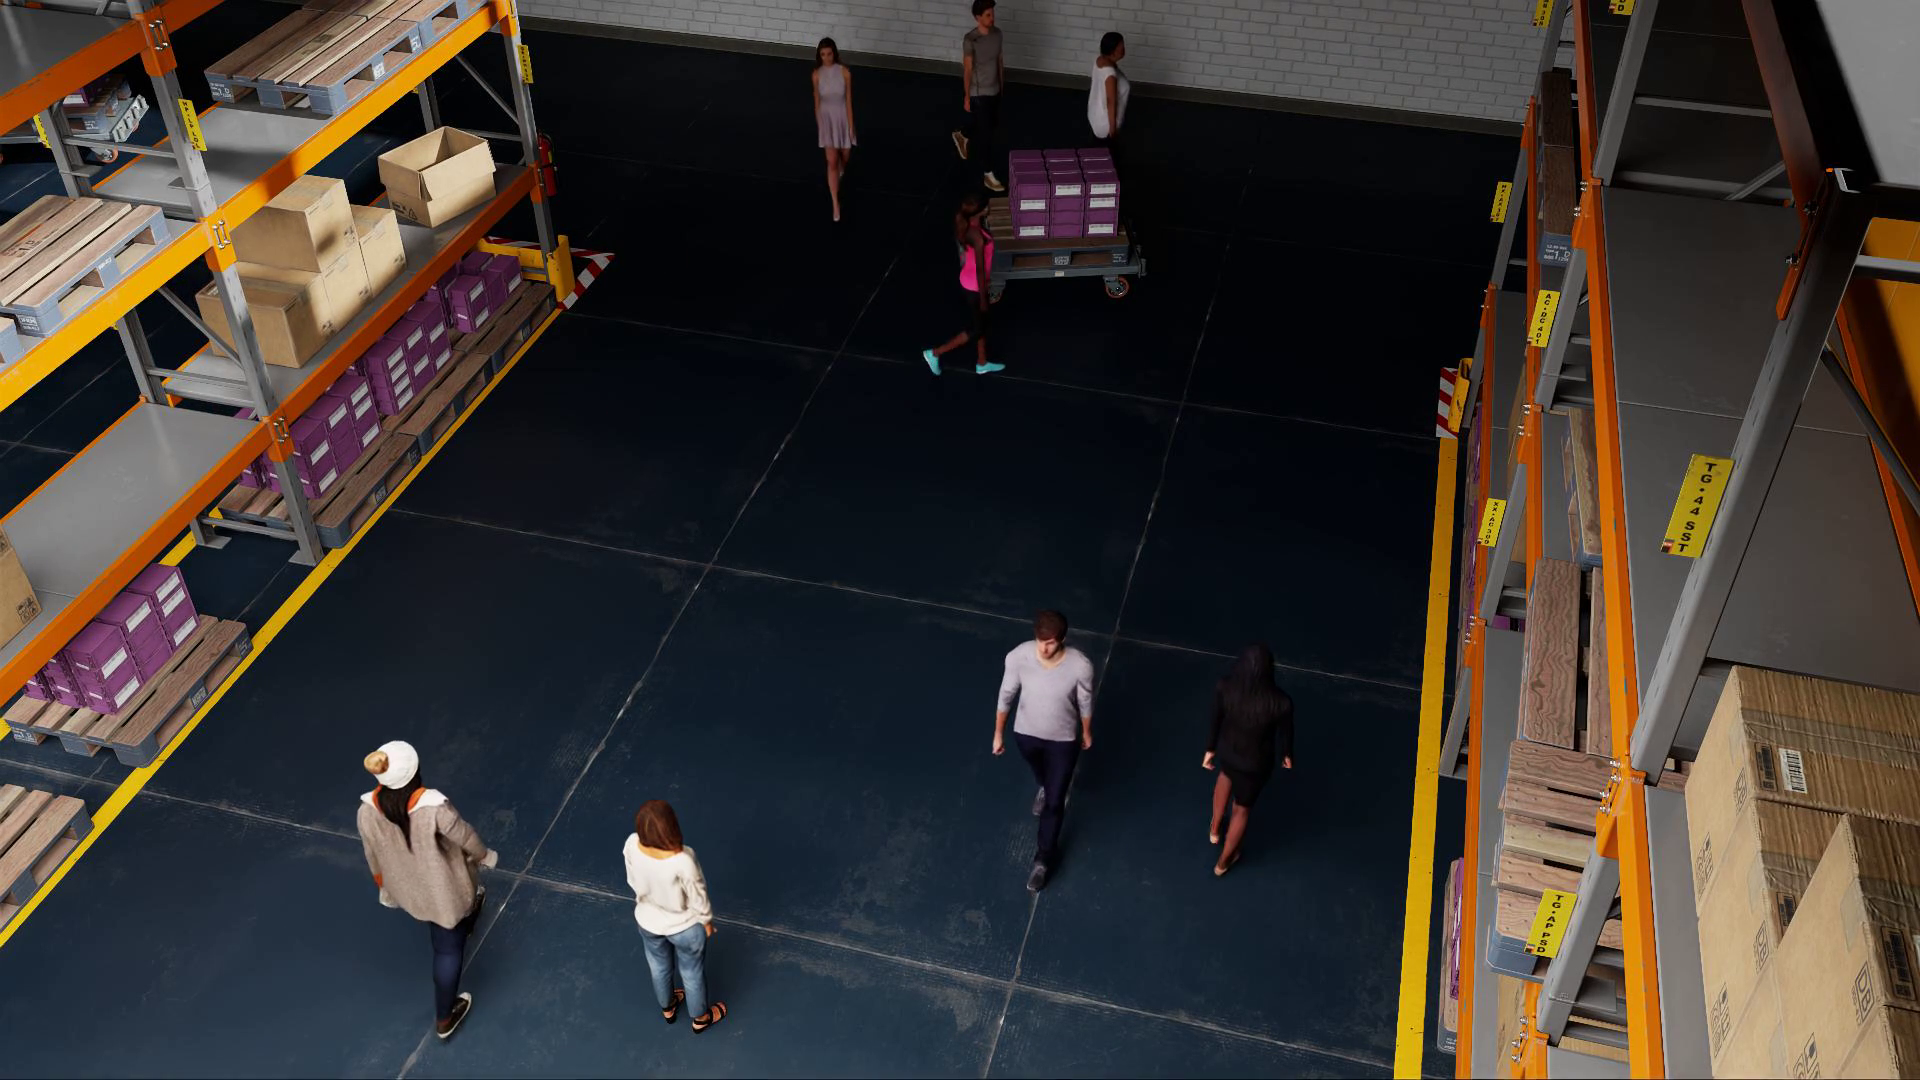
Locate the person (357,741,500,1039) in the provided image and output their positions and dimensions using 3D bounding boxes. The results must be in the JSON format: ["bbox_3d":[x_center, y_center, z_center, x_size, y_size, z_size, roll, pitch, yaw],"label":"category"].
[{"bbox_3d":[-2.794,1.824,8.610,0.728,1.846,1.143,8,39,10],"label":"person"}]

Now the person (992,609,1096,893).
[{"bbox_3d":[0.520,1.054,9.617,0.716,1.792,1.145,11,40,14],"label":"person"}]

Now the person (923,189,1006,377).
[{"bbox_3d":[0.039,-2.044,13.566,0.847,1.706,0.954,-5,39,-7],"label":"person"}]

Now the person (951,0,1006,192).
[{"bbox_3d":[0.186,-4.451,16.449,1.181,1.869,1.113,-29,47,-31],"label":"person"}]

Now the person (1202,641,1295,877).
[{"bbox_3d":[1.576,1.293,9.383,0.711,1.711,0.732,20,43,23],"label":"person"}]

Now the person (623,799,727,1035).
[{"bbox_3d":[-1.492,1.948,8.586,0.657,1.683,0.607,18,42,21],"label":"person"}]

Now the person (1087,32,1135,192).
[{"bbox_3d":[1.383,-4.107,16.182,0.956,1.665,1.020,-6,39,-7],"label":"person"}]

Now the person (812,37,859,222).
[{"bbox_3d":[-1.184,-4.000,15.986,0.790,1.743,1.125,-2,39,-2],"label":"person"}]
